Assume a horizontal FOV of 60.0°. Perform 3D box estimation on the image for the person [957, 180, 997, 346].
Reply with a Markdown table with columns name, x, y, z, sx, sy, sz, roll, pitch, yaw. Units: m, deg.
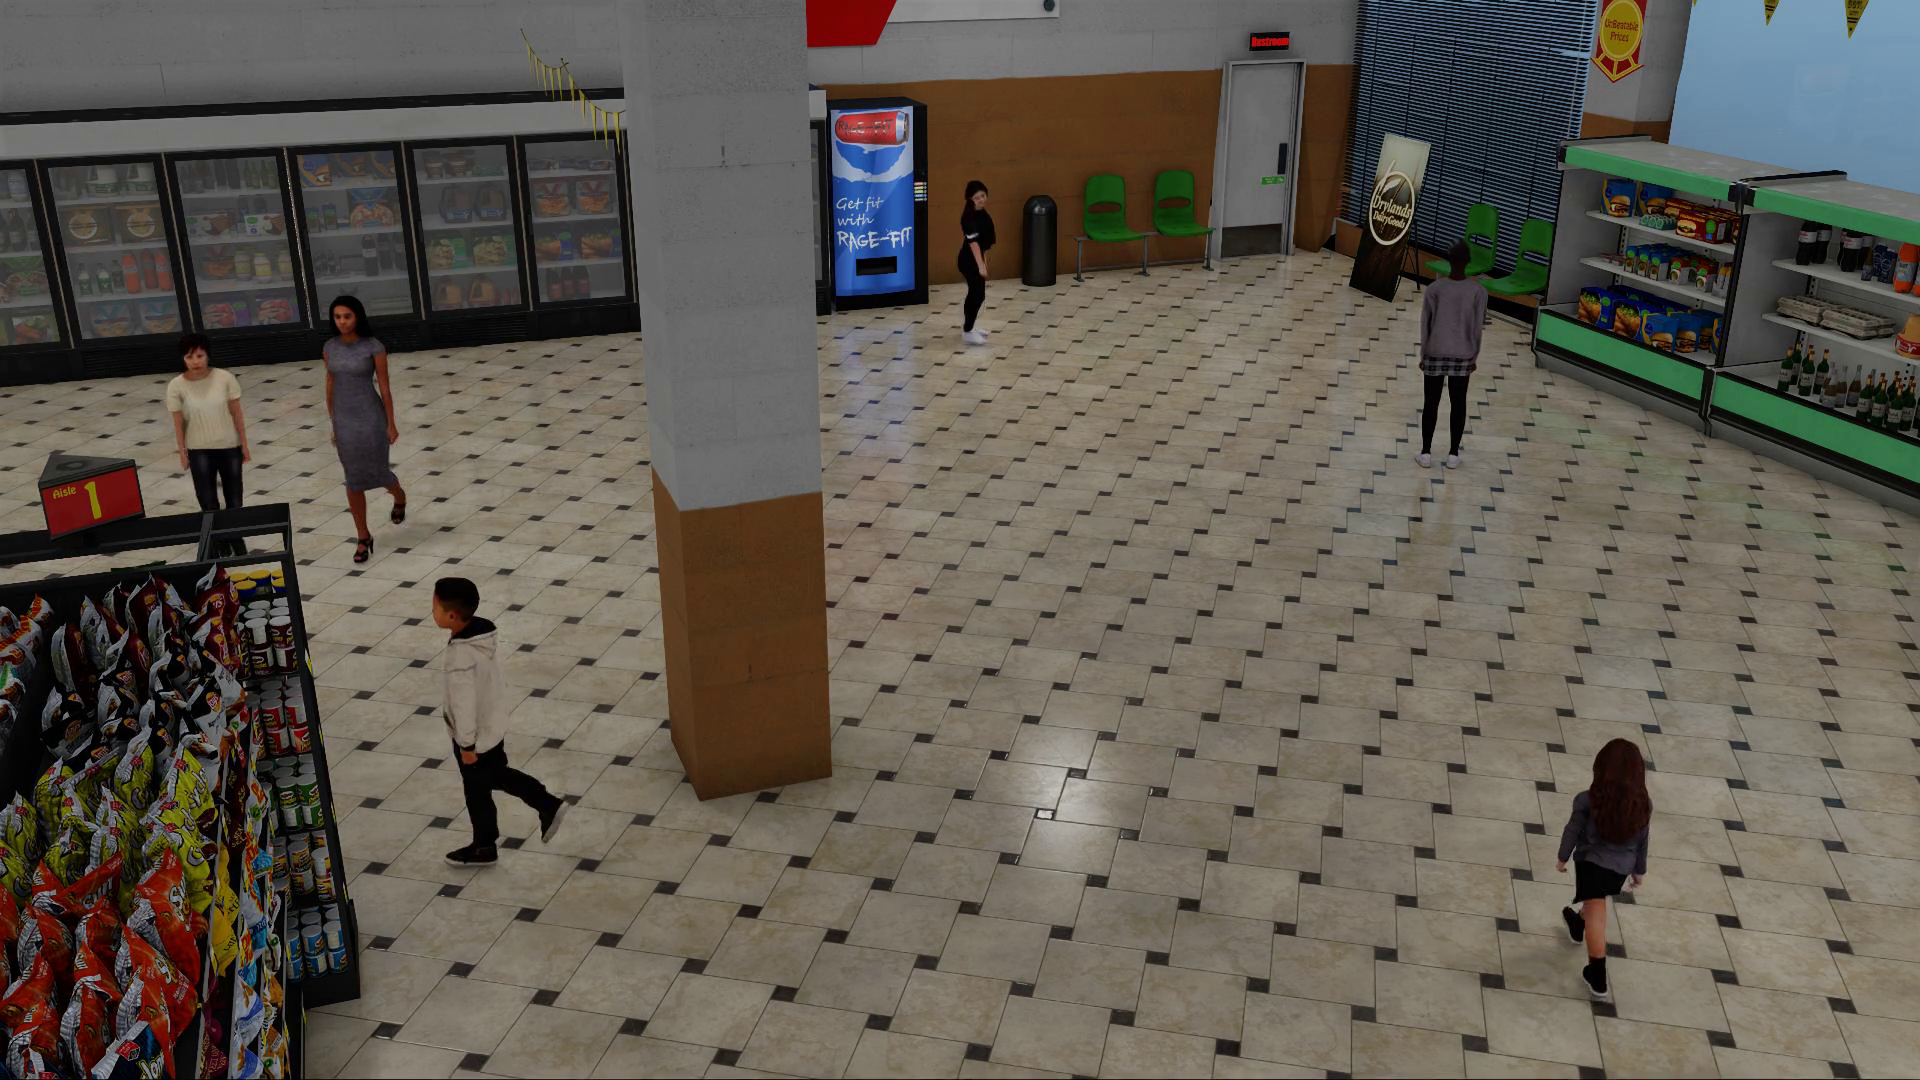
| name | x | y | z | sx | sy | sz | roll | pitch | yaw |
| --- | --- | --- | --- | --- | --- | --- | --- | --- | --- |
| person | 0.120 | -2.684 | 16.123 | 0.809 | 1.600 | 0.693 | -2 | 22 | -6 |

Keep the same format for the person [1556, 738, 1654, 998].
| name | x | y | z | sx | sy | sz | roll | pitch | yaw |
| --- | --- | --- | --- | --- | --- | --- | --- | --- | --- |
| person | 2.642 | 1.344 | 6.799 | 0.640 | 1.079 | 0.836 | 0 | 22 | -1 |

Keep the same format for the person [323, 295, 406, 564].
| name | x | y | z | sx | sy | sz | roll | pitch | yaw |
| --- | --- | --- | --- | --- | --- | --- | --- | --- | --- |
| person | -3.968 | -0.767 | 11.126 | 0.805 | 1.771 | 0.972 | 2 | 22 | 4 |

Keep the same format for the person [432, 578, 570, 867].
| name | x | y | z | sx | sy | sz | roll | pitch | yaw |
| --- | --- | --- | --- | --- | --- | --- | --- | --- | --- |
| person | -2.119 | 0.840 | 7.571 | 0.787 | 1.438 | 0.825 | -1 | 22 | -3 |

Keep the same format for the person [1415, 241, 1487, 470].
| name | x | y | z | sx | sy | sz | roll | pitch | yaw |
| --- | --- | --- | --- | --- | --- | --- | --- | --- | --- |
| person | 3.746 | -1.416 | 12.741 | 0.697 | 1.769 | 0.706 | 4 | 22 | 10 |

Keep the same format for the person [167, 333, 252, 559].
| name | x | y | z | sx | sy | sz | roll | pitch | yaw |
| --- | --- | --- | --- | --- | --- | --- | --- | --- | --- |
| person | -4.962 | -0.622 | 11.026 | 0.664 | 1.576 | 0.630 | -18 | 28 | -38 |
